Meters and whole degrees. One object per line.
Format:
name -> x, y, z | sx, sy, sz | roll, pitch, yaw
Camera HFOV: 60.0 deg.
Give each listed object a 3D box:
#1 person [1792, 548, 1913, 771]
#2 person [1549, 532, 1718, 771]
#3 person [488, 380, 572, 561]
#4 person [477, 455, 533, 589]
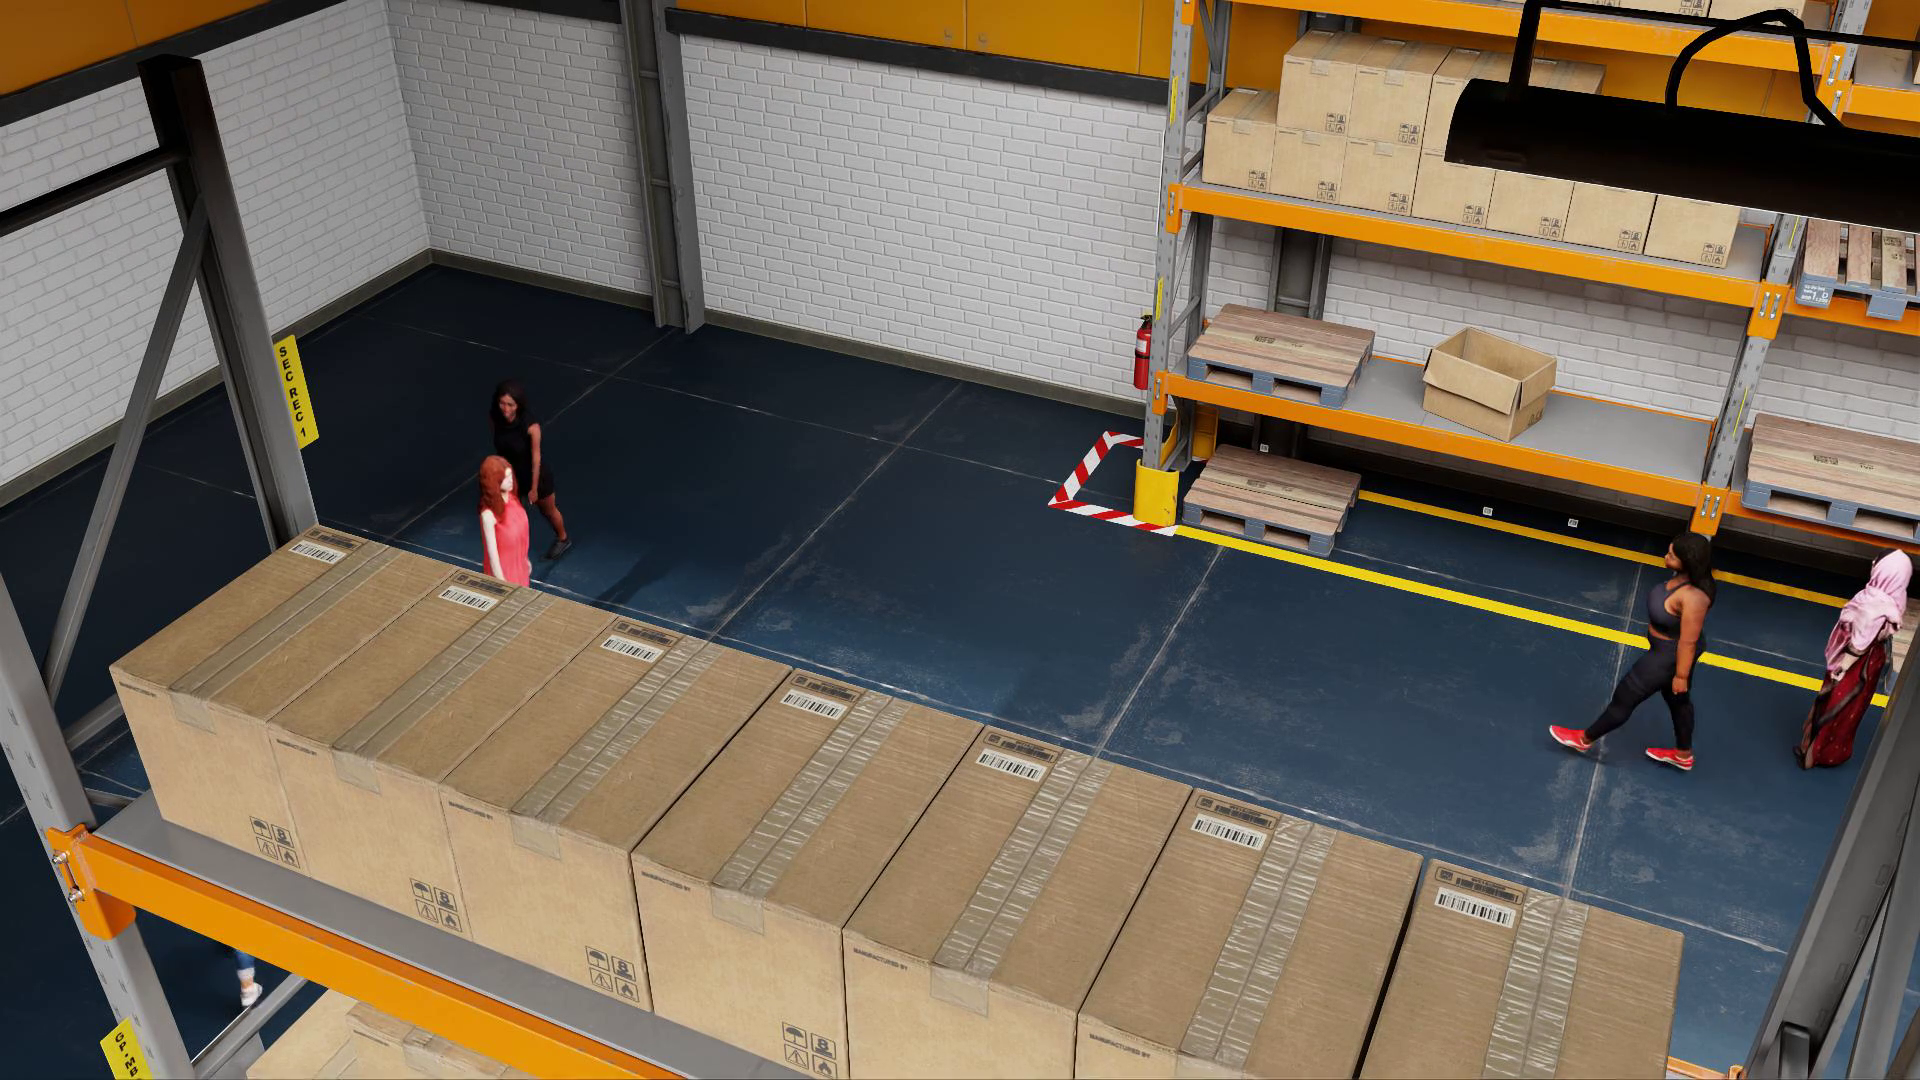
person -> 5.670, 0.742, 10.502 | 0.742, 1.639, 0.732 | -27, 42, -35
person -> 4.528, 0.750, 10.370 | 1.121, 1.771, 0.722 | 14, 36, 20
person -> -3.170, -0.456, 12.264 | 1.144, 1.685, 0.804 | 11, 35, 16
person -> -3.034, 0.218, 11.126 | 0.621, 1.820, 0.647 | 5, 34, 8
